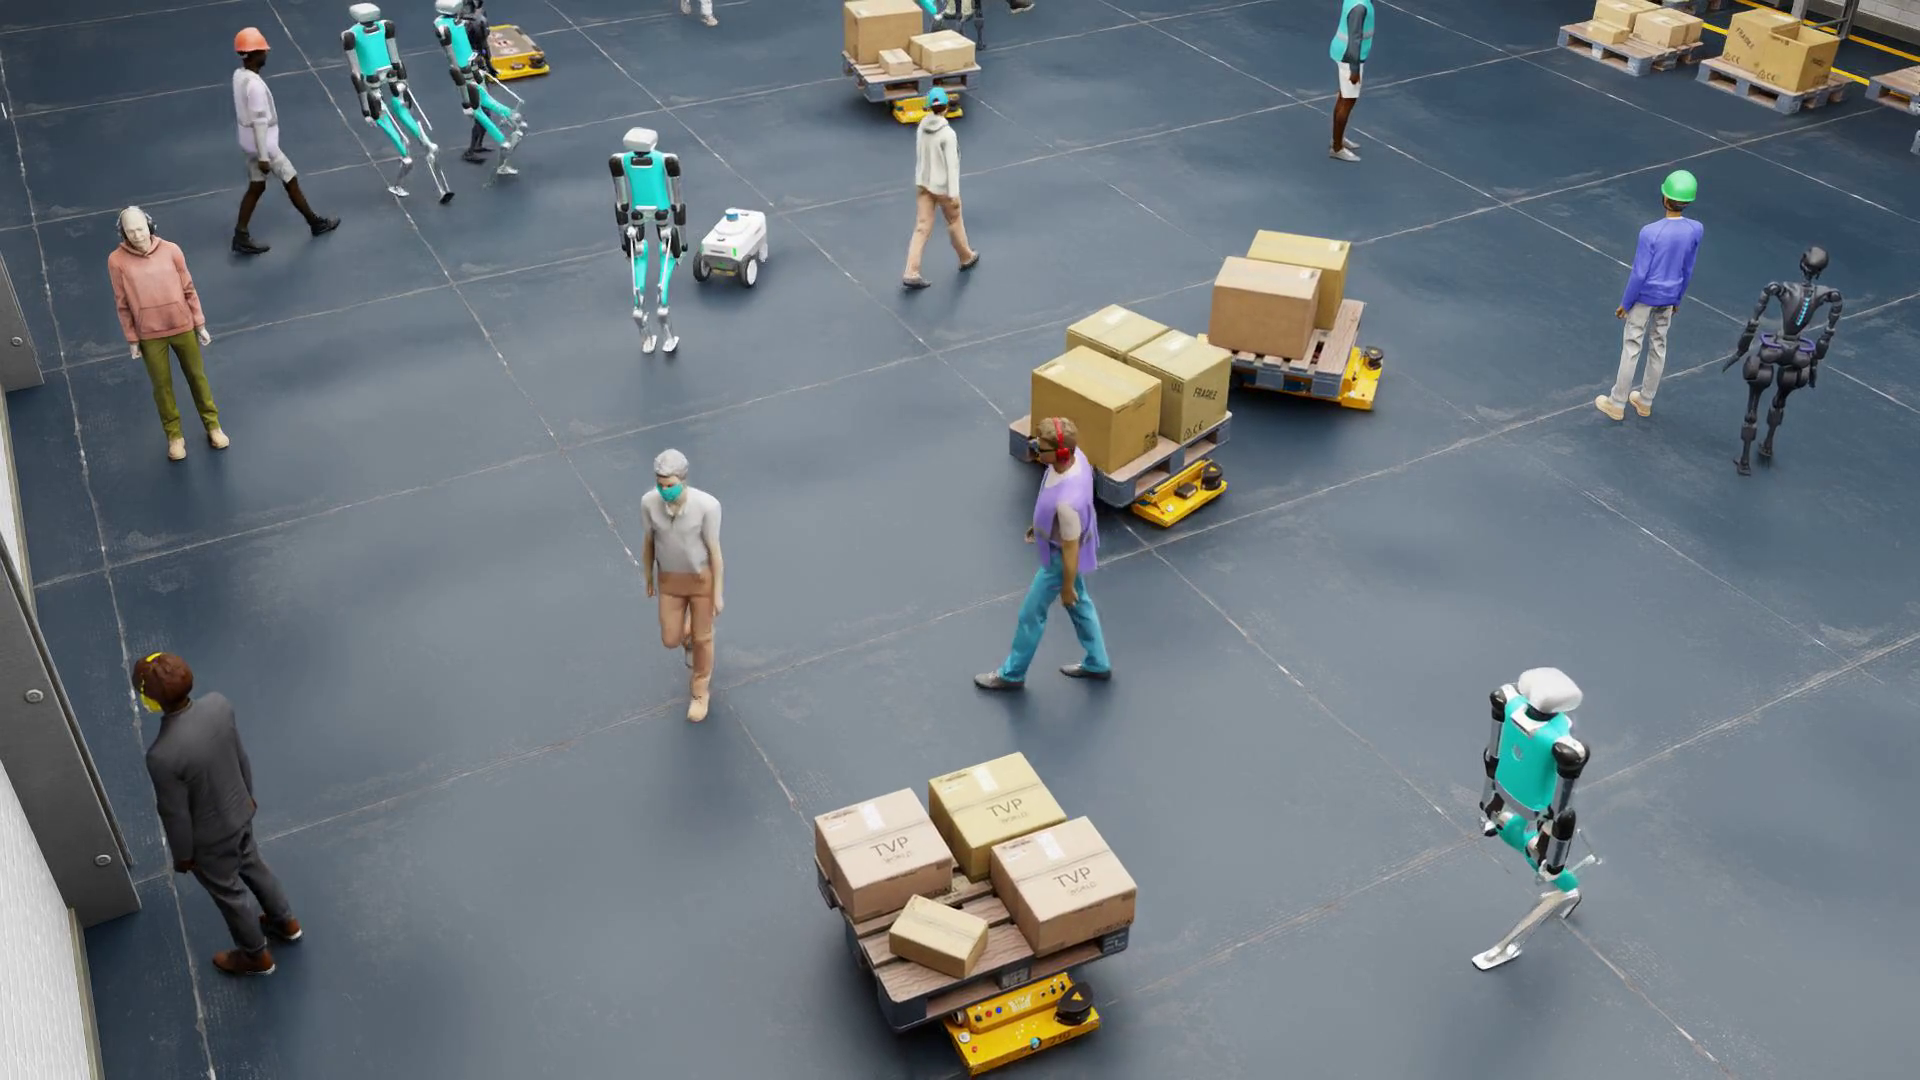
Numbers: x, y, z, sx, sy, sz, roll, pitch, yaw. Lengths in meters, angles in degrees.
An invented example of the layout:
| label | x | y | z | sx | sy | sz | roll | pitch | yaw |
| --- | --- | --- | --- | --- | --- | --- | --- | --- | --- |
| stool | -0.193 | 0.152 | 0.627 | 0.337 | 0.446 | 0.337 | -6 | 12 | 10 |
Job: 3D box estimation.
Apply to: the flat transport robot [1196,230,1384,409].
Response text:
| label | x | y | z | sx | sy | sz | roll | pitch | yaw |
| --- | --- | --- | --- | --- | --- | --- | --- | --- | --- |
| flat transport robot | 2.445 | -1.329 | 12.613 | 1.431 | 0.231 | 0.659 | 11 | 37 | 15 |

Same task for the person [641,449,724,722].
| label | x | y | z | sx | sy | sz | roll | pitch | yaw |
| --- | --- | --- | --- | --- | --- | --- | --- | --- | --- |
| person | -1.503 | 0.189 | 9.181 | 0.466 | 1.725 | 0.492 | 3 | 35 | 5 |

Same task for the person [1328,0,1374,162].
| label | x | y | z | sx | sy | sz | roll | pitch | yaw |
| --- | --- | --- | --- | --- | --- | --- | --- | --- | --- |
| person | 3.734 | -4.589 | 15.822 | 0.437 | 1.932 | 0.562 | 6 | 35 | 9 |

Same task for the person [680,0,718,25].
| label | x | y | z | sx | sy | sz | roll | pitch | yaw |
| --- | --- | --- | --- | --- | --- | --- | --- | --- | --- |
| person | -3.056 | -6.924 | 19.204 | 0.584 | 1.866 | 0.511 | -25 | 42 | -32 |

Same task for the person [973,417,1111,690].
| label | x | y | z | sx | sy | sz | roll | pitch | yaw |
| --- | --- | --- | --- | --- | --- | --- | --- | --- | --- |
| person | 0.510 | 0.082 | 9.266 | 0.805 | 1.805 | 0.606 | 5 | 35 | 7 |

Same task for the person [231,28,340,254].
| label | x | y | z | sx | sy | sz | roll | pitch | yaw |
| --- | --- | --- | --- | --- | --- | --- | --- | --- | --- |
| person | -5.948 | -3.387 | 14.152 | 0.987 | 1.877 | 0.557 | -24 | 42 | -31 |

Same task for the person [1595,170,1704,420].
| label | x | y | z | sx | sy | sz | roll | pitch | yaw |
| --- | --- | --- | --- | --- | --- | --- | --- | --- | --- |
| person | 4.901 | -1.717 | 11.772 | 0.458 | 1.874 | 0.342 | -5 | 35 | -7 |

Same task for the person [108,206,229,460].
| label | x | y | z | sx | sy | sz | roll | pitch | yaw |
| --- | --- | --- | --- | --- | --- | --- | --- | --- | --- |
| person | -5.444 | -1.434 | 11.397 | 0.520 | 1.837 | 0.367 | -18 | 39 | -24 |

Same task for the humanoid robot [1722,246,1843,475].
| label | x | y | z | sx | sy | sz | roll | pitch | yaw |
| --- | --- | --- | --- | --- | --- | --- | --- | --- | --- |
| humanoid robot | 5.526 | -1.245 | 11.270 | 0.601 | 1.649 | 0.453 | 7 | 36 | 10 |

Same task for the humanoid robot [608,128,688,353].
| label | x | y | z | sx | sy | sz | roll | pitch | yaw |
| --- | --- | --- | --- | --- | --- | --- | --- | --- | --- |
| humanoid robot | -2.337 | -2.146 | 12.454 | 0.544 | 1.748 | 0.682 | 2 | 35 | 3 |

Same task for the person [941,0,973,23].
| label | x | y | z | sx | sy | sz | roll | pitch | yaw |
| --- | --- | --- | --- | --- | --- | --- | --- | --- | --- |
| person | -0.053 | -6.920 | 19.238 | 0.451 | 1.840 | 0.577 | -13 | 37 | -17 |

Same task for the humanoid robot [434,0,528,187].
| label | x | y | z | sx | sy | sz | roll | pitch | yaw |
| --- | --- | --- | --- | --- | --- | --- | --- | --- | --- |
| humanoid robot | -4.323 | -4.082 | 15.294 | 0.750 | 1.810 | 0.551 | 0 | 35 | 0 |

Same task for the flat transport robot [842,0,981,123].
| label | x | y | z | sx | sy | sz | roll | pitch | yaw |
| --- | --- | --- | --- | --- | --- | --- | --- | --- | --- |
| flat transport robot | -0.518 | -4.728 | 17.466 | 0.659 | 0.231 | 1.431 | -11 | 37 | -16 |

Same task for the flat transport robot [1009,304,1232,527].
| label | x | y | z | sx | sy | sz | roll | pitch | yaw |
| --- | --- | --- | --- | --- | --- | --- | --- | --- | --- |
| flat transport robot | 1.082 | -0.557 | 11.511 | 1.431 | 0.231 | 0.659 | 29 | 44 | 35 |

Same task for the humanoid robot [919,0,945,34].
| label | x | y | z | sx | sy | sz | roll | pitch | yaw |
| --- | --- | --- | --- | --- | --- | --- | --- | --- | --- |
| humanoid robot | -0.363 | -6.102 | 18.181 | 0.754 | 1.832 | 0.533 | 24 | 42 | 30 |

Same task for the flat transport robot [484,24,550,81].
| label | x | y | z | sx | sy | sz | roll | pitch | yaw |
| --- | --- | --- | --- | --- | --- | --- | --- | --- | --- |
| flat transport robot | -5.094 | -5.431 | 18.470 | 0.659 | 0.231 | 1.431 | -17 | 39 | -23 |

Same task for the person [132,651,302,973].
| label | x | y | z | sx | sy | sz | roll | pitch | yaw |
| --- | --- | --- | --- | --- | --- | --- | --- | --- | --- |
| person | -3.392 | 1.259 | 7.530 | 0.396 | 1.869 | 0.507 | 9 | 36 | 12 |

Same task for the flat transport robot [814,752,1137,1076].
| label | x | y | z | sx | sy | sz | roll | pitch | yaw |
| --- | --- | --- | --- | --- | --- | --- | --- | --- | --- |
| flat transport robot | 0.047 | 1.887 | 8.022 | 0.659 | 0.231 | 1.431 | -15 | 38 | -20 |

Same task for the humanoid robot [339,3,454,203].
| label | x | y | z | sx | sy | sz | roll | pitch | yaw |
| --- | --- | --- | --- | --- | --- | --- | --- | --- | --- |
| humanoid robot | -4.993 | -3.859 | 14.984 | 0.920 | 1.805 | 0.531 | 22 | 41 | 28 |

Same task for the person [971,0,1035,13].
| label | x | y | z | sx | sy | sz | roll | pitch | yaw |
| --- | --- | --- | --- | --- | --- | --- | --- | --- | --- |
| person | 0.357 | -7.091 | 19.421 | 1.017 | 1.897 | 0.620 | 6 | 35 | 8 |

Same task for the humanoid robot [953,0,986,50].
| label | x | y | z | sx | sy | sz | roll | pitch | yaw |
| --- | --- | --- | --- | --- | --- | --- | --- | --- | --- |
| humanoid robot | 0.066 | -6.225 | 18.405 | 0.613 | 1.657 | 0.510 | 7 | 36 | 10 |

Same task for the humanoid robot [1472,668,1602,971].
| label | x | y | z | sx | sy | sz | roll | pitch | yaw |
| --- | --- | --- | --- | --- | --- | --- | --- | --- | --- |
| humanoid robot | 2.777 | 1.290 | 7.666 | 0.832 | 1.856 | 0.550 | -15 | 38 | -20 |

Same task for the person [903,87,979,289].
| label | x | y | z | sx | sy | sz | roll | pitch | yaw |
| --- | --- | --- | --- | --- | --- | --- | --- | --- | --- |
| person | -0.182 | -2.894 | 13.673 | 0.520 | 1.606 | 0.891 | 28 | 43 | 33 |

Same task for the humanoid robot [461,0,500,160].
| label | x | y | z | sx | sy | sz | roll | pitch | yaw |
| --- | --- | --- | --- | --- | --- | --- | --- | --- | --- |
| humanoid robot | -4.635 | -4.486 | 15.907 | 0.399 | 1.640 | 0.628 | 2 | 35 | 3 |

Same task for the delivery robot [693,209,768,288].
| label | x | y | z | sx | sy | sz | roll | pitch | yaw |
| --- | --- | --- | --- | --- | --- | --- | --- | --- | --- |
| delivery robot | -1.907 | -2.482 | 14.023 | 0.499 | 0.610 | 0.814 | 9 | 36 | 13 |
